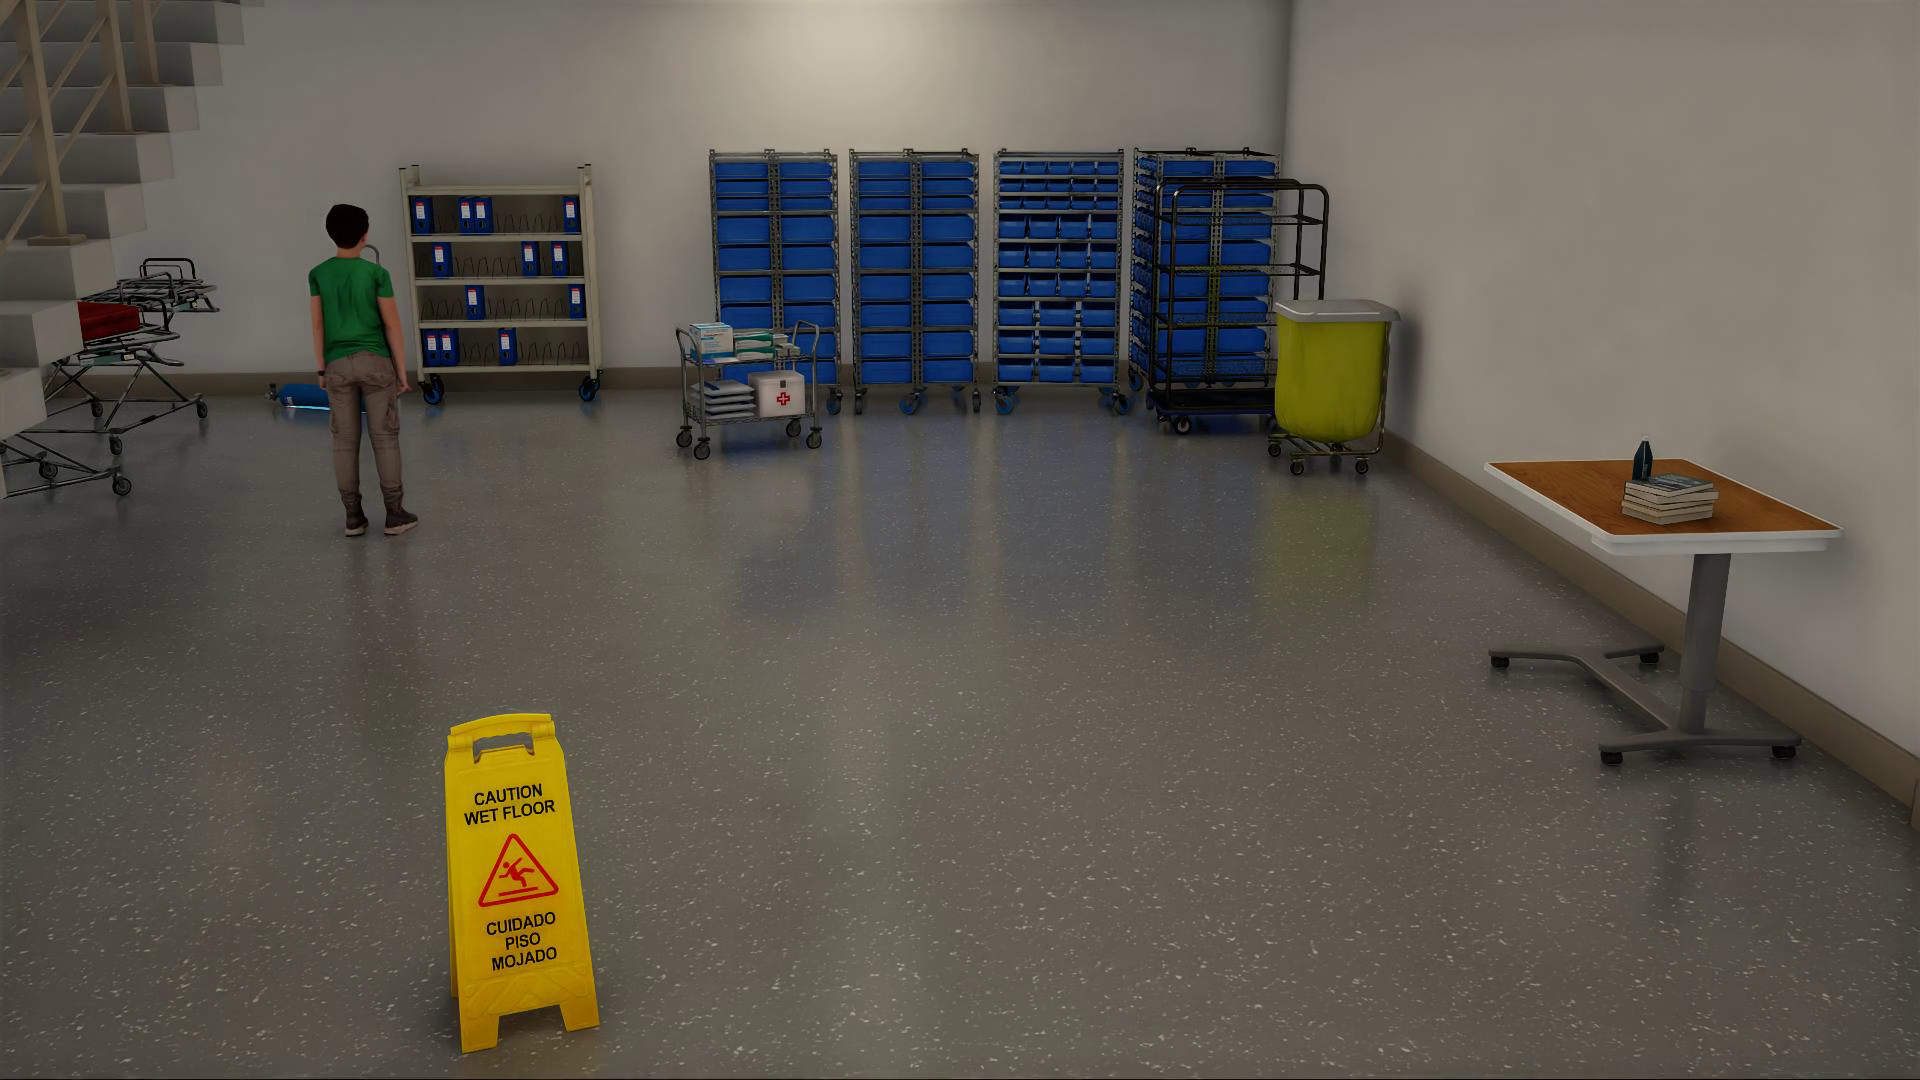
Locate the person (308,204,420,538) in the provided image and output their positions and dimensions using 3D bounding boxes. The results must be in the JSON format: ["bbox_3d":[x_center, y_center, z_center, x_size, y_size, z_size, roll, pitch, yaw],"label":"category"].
[{"bbox_3d":[-2.997,-0.845,8.305,0.579,1.651,0.503,-1,16,-5],"label":"person"}]
